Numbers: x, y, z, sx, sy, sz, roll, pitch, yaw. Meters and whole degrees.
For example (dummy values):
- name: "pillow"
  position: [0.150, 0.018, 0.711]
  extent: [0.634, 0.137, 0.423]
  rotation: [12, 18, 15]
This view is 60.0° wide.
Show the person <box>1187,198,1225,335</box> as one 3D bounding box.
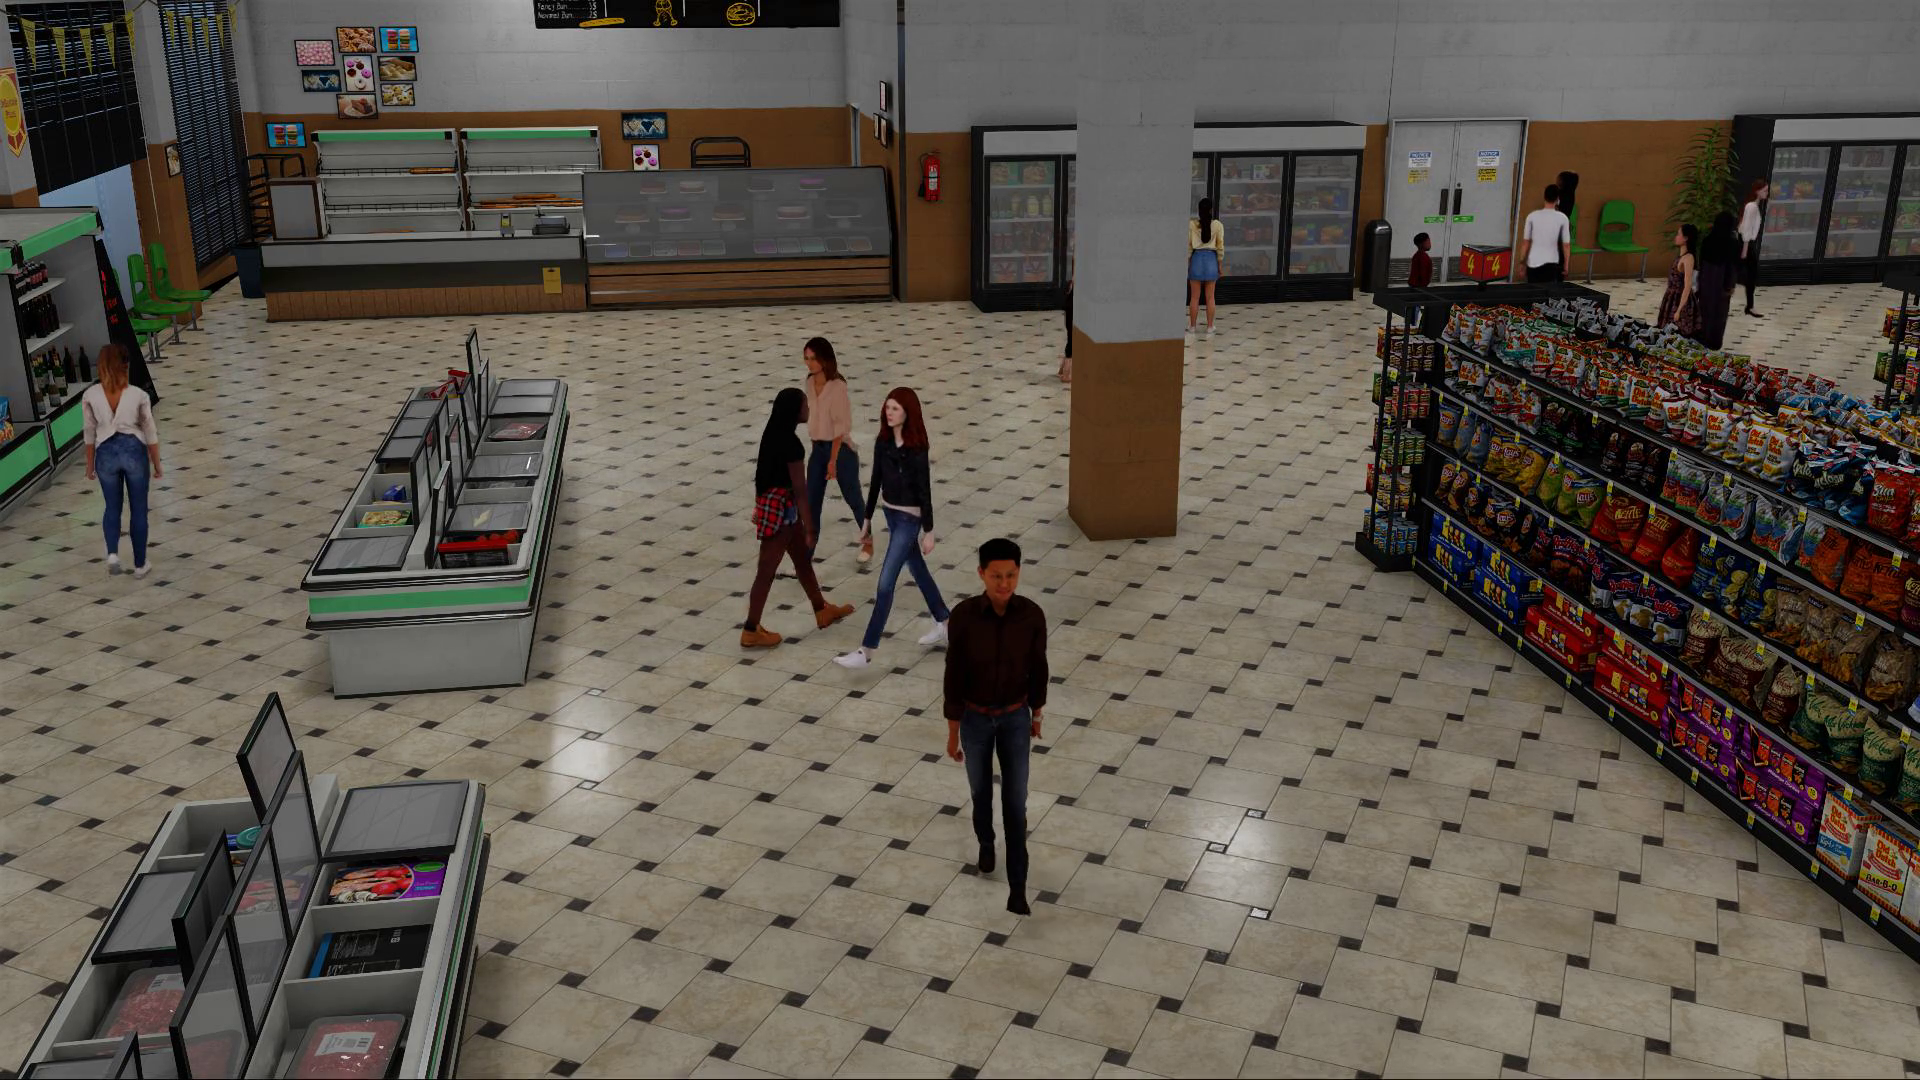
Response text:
- name: "person"
  position: [2.960, -3.336, 20.229]
  extent: [0.706, 1.631, 0.658]
  rotation: [3, 19, 7]

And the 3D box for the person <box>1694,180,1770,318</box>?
- name: "person"
  position: [9.808, -3.658, 21.038]
  extent: [1.109, 1.725, 1.143]
  rotation: [8, 20, 22]

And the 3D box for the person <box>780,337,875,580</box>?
- name: "person"
  position: [-0.844, -0.586, 11.916]
  extent: [1.155, 1.731, 1.158]
  rotation: [14, 23, 36]

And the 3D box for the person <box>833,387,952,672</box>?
- name: "person"
  position: [-0.294, -0.071, 10.396]
  extent: [1.102, 1.727, 1.209]
  rotation: [-16, 25, -40]

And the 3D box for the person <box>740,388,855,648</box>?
- name: "person"
  position: [-1.224, -0.103, 10.557]
  extent: [0.849, 1.684, 1.045]
  rotation: [-9, 21, -25]

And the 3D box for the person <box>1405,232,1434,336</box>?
- name: "person"
  position: [5.508, -3.074, 20.042]
  extent: [0.576, 1.253, 0.453]
  rotation: [-1, 19, -3]

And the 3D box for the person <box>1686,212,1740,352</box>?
- name: "person"
  position: [8.666, -2.968, 19.173]
  extent: [0.857, 1.608, 0.831]
  rotation: [-14, 23, -36]

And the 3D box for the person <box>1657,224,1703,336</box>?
- name: "person"
  position: [7.384, -2.366, 17.129]
  extent: [0.824, 1.774, 0.728]
  rotation: [4, 19, 10]

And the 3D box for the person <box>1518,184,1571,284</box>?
- name: "person"
  position: [6.885, -3.239, 19.664]
  extent: [1.137, 1.807, 1.300]
  rotation: [8, 20, 24]

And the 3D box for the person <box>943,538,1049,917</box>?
- name: "person"
  position: [0.140, 0.809, 7.770]
  extent: [0.734, 1.737, 1.090]
  rotation: [-1, 19, -2]

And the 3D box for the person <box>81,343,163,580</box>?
- name: "person"
  position: [-5.936, -0.518, 11.747]
  extent: [0.676, 1.711, 0.766]
  rotation: [-7, 20, -19]
